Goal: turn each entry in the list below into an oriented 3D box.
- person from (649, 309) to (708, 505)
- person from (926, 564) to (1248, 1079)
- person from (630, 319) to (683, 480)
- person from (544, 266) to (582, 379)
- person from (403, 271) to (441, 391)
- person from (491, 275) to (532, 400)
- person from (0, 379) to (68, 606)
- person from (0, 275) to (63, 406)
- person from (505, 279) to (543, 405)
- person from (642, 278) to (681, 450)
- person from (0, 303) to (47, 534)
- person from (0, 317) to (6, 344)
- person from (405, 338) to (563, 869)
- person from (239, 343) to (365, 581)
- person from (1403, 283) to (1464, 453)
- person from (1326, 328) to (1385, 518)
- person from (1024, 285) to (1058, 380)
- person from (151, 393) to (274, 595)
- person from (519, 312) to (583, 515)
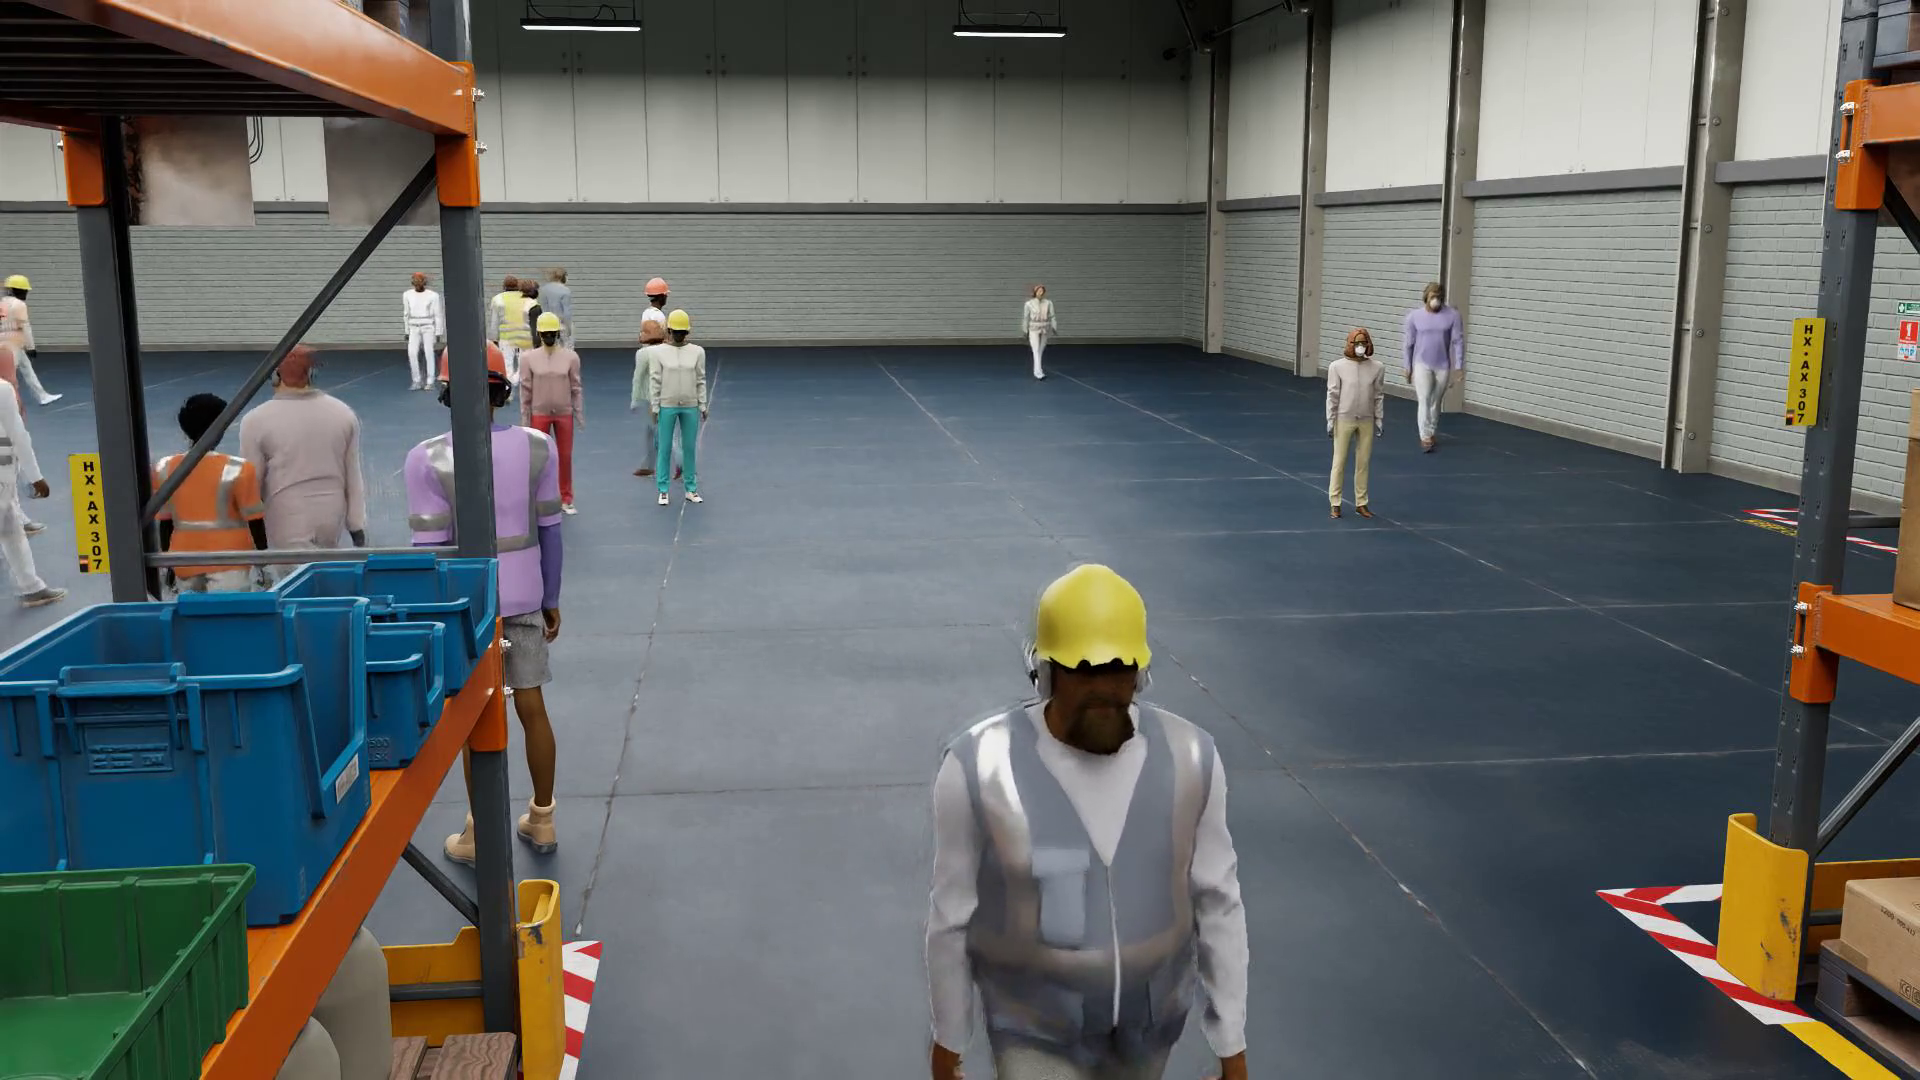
[{"bbox_3d":[-2.529,-1.193,14.993,0.524,1.759,0.337,-5,11,-23],"label":"person"},{"bbox_3d":[0.276,0.942,3.190,0.621,1.785,0.898,-2,11,-13],"label":"person"},{"bbox_3d":[-2.993,-1.388,16.510,0.801,1.606,0.512,5,12,28],"label":"person"},{"bbox_3d":[-6.752,-3.623,27.898,0.636,1.912,0.768,8,13,37],"label":"person"},{"bbox_3d":[-8.430,-3.258,26.008,0.604,1.858,0.703,0,10,1],"label":"person"},{"bbox_3d":[-6.586,-2.976,24.534,0.633,1.841,0.429,-5,11,-24],"label":"person"},{"bbox_3d":[-6.145,-0.404,10.473,0.579,1.840,0.988,5,12,26],"label":"person"},{"bbox_3d":[-13.188,-2.766,23.324,0.603,1.861,1.026,8,13,38],"label":"person"},{"bbox_3d":[-6.073,-2.736,23.270,0.635,1.818,0.678,10,14,43],"label":"person"},{"bbox_3d":[-3.415,-1.998,18.891,0.341,1.942,0.552,-5,12,-28],"label":"person"},{"bbox_3d":[-7.674,-0.940,13.060,0.631,1.966,0.926,4,11,22],"label":"person"},{"bbox_3d":[-13.057,-2.575,22.337,0.429,1.843,0.629,-8,13,-39],"label":"person"},{"bbox_3d":[-1.812,0.237,6.365,0.605,2.045,0.379,-9,13,-40],"label":"person"},{"bbox_3d":[-3.431,-0.098,8.701,0.969,1.867,0.656,8,13,36],"label":"person"},{"bbox_3d":[5.344,-1.953,18.832,0.647,1.895,1.042,1,10,8],"label":"person"},{"bbox_3d":[3.390,-1.001,14.278,0.507,1.633,0.276,-1,10,-5],"label":"person"},{"bbox_3d":[1.347,-3.513,28.165,0.527,1.593,0.884,-3,11,-18],"label":"person"},{"bbox_3d":[-3.637,0.119,8.052,0.537,1.665,0.822,1,10,7],"label":"person"},{"bbox_3d":[-3.516,-1.077,14.331,0.533,1.767,0.325,-4,11,-21],"label":"person"}]
